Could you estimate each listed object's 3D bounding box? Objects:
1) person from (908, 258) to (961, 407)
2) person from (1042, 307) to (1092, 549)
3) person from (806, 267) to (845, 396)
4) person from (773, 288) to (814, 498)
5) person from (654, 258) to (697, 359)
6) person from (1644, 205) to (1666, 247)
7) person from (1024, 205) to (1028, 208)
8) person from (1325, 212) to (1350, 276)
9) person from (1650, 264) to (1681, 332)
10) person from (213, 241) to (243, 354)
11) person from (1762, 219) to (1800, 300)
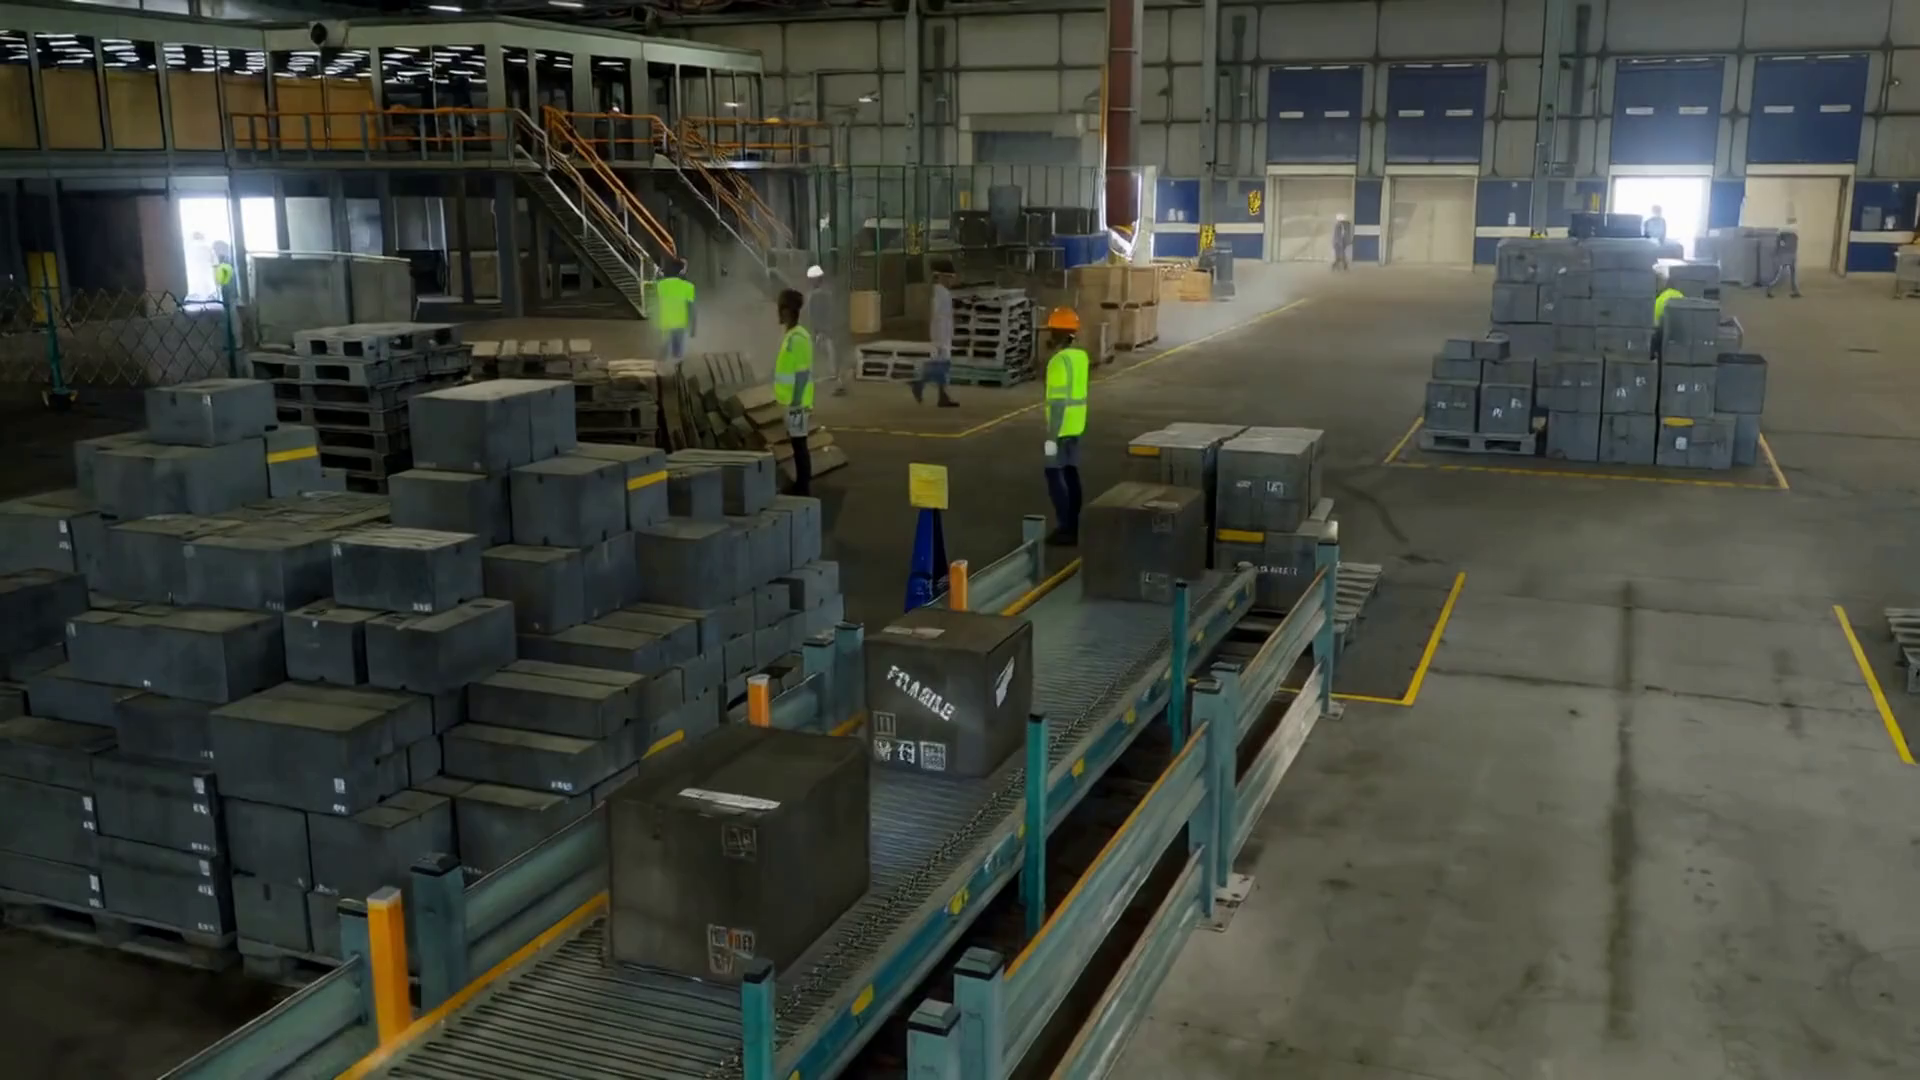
[{"bbox_3d":[-0.301,-2.618,21.118,0.578,1.918,0.548,0,13,-1],"label":"person"},{"bbox_3d":[0.821,-0.899,13.409,0.394,1.927,0.573,8,15,32],"label":"person"},{"bbox_3d":[-1.941,-2.802,22.387,0.915,1.720,0.523,7,14,29],"label":"person"},{"bbox_3d":[-1.494,-1.271,14.957,0.368,1.966,0.602,-2,13,-10],"label":"person"},{"bbox_3d":[-3.860,-2.907,22.595,0.539,1.829,0.515,0,13,1],"label":"person"},{"bbox_3d":[19.844,-8.556,47.564,0.622,1.993,0.382,1,13,3],"label":"person"},{"bbox_3d":[2.084,-9.147,50.352,0.458,1.933,0.634,-5,14,-22],"label":"person"},{"bbox_3d":[10.779,-8.463,47.592,0.902,1.800,0.633,11,17,41],"label":"person"},{"bbox_3d":[8.310,-2.368,20.029,0.797,1.887,0.634,-2,13,-8],"label":"person"},{"bbox_3d":[-12.077,-3.982,27.390,0.351,1.847,0.507,0,13,-1],"label":"person"},{"bbox_3d":[19.347,-6.593,39.029,0.611,1.889,0.883,-5,14,-23],"label":"person"}]
